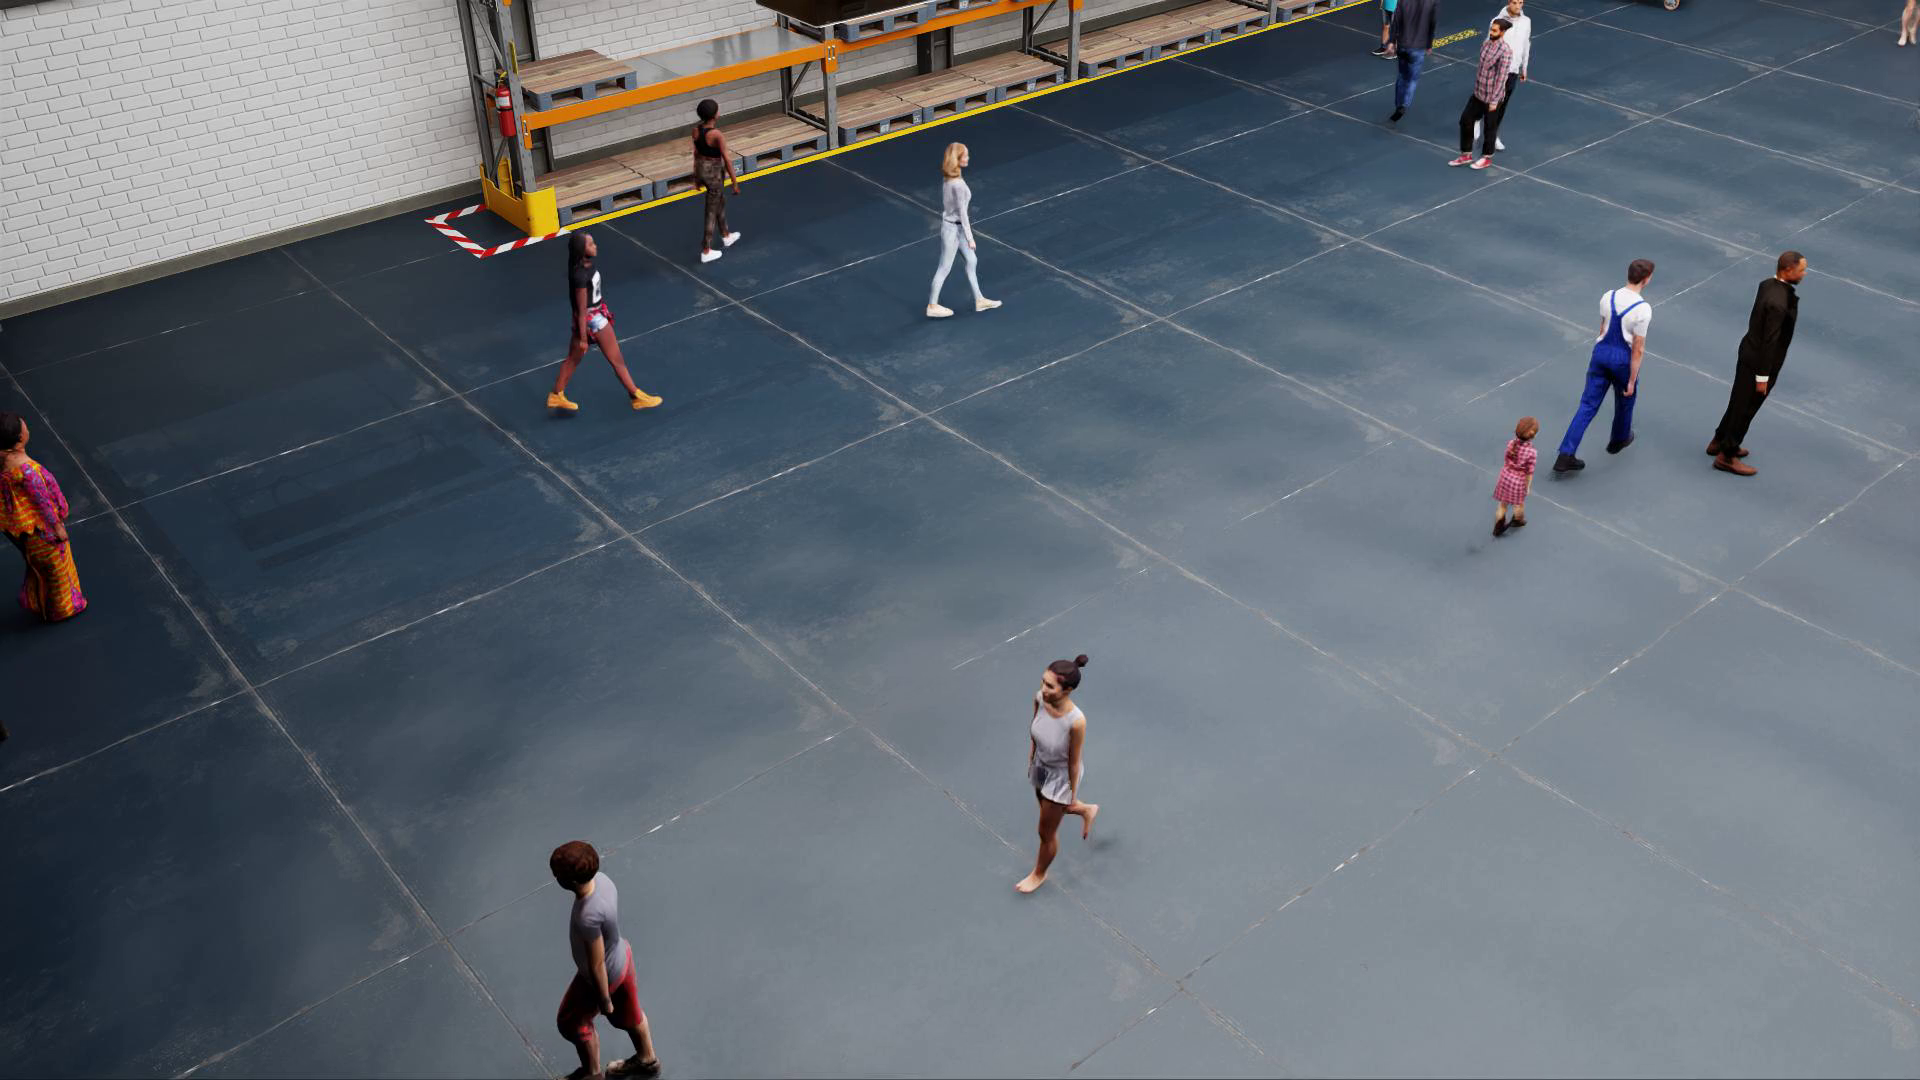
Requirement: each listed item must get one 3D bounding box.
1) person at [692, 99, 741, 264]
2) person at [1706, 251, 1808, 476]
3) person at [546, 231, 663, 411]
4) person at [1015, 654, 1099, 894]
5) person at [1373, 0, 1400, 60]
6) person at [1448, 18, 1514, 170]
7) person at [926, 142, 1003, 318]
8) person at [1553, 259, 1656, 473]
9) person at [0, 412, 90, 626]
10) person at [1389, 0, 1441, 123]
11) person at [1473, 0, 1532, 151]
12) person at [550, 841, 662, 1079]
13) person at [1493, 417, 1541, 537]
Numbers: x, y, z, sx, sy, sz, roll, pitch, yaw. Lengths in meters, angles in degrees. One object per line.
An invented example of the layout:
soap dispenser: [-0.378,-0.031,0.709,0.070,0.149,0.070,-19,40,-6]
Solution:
person: [-2.606,-3.651,17.033,0.724,1.676,0.948,23,40,30]
person: [6.500,-1.462,13.534,0.864,1.904,0.760,8,35,12]
person: [-3.259,-1.806,14.260,1.297,1.673,1.017,-6,34,-9]
person: [0.617,1.321,9.627,0.920,1.594,0.599,-22,39,-29]
person: [5.954,-7.379,22.846,0.539,1.448,0.558,-17,37,-23]
person: [6.182,-5.172,19.254,0.855,1.749,0.825,-14,36,-20]
person: [-0.148,-2.908,15.833,1.083,1.766,0.923,-4,34,-7]
person: [5.221,-1.373,13.493,1.214,1.800,0.626,-22,40,-30]
person: [-6.600,-0.122,11.734,0.796,1.664,0.857,18,38,25]
person: [5.542,-6.054,20.482,0.922,1.858,1.178,14,36,20]
person: [6.415,-5.640,19.808,0.874,1.916,0.909,-10,35,-15]
person: [-1.703,2.157,8.334,0.921,1.632,0.846,0,34,-1]
person: [4.262,-0.473,12.853,0.462,1.011,0.563,29,43,36]
